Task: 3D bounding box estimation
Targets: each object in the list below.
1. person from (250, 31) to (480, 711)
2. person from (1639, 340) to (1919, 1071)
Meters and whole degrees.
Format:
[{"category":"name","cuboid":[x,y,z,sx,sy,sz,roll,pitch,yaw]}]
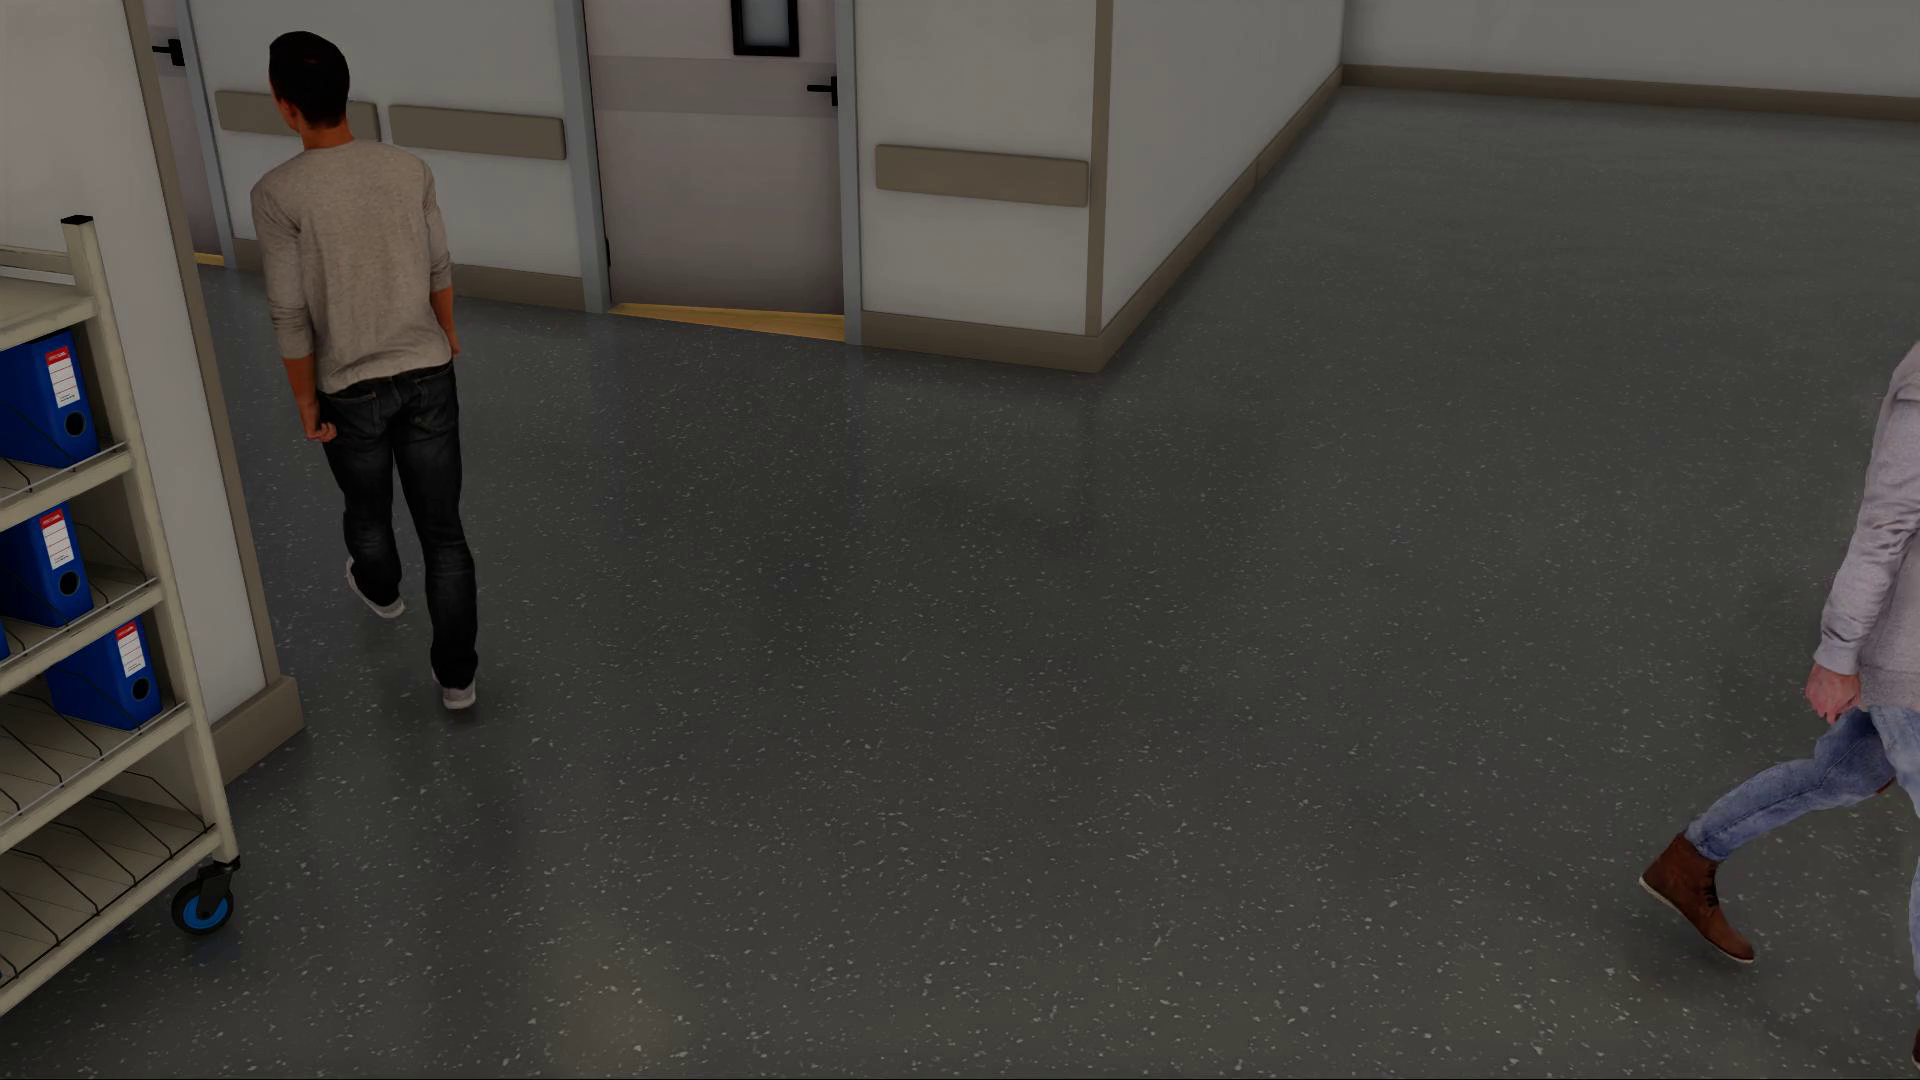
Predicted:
[{"category":"person","cuboid":[-1.476,-0.370,4.362,1.137,1.765,1.148,-14,29,-27]},{"category":"person","cuboid":[1.775,0.171,3.199,1.184,1.801,1.096,-21,33,-37]}]
